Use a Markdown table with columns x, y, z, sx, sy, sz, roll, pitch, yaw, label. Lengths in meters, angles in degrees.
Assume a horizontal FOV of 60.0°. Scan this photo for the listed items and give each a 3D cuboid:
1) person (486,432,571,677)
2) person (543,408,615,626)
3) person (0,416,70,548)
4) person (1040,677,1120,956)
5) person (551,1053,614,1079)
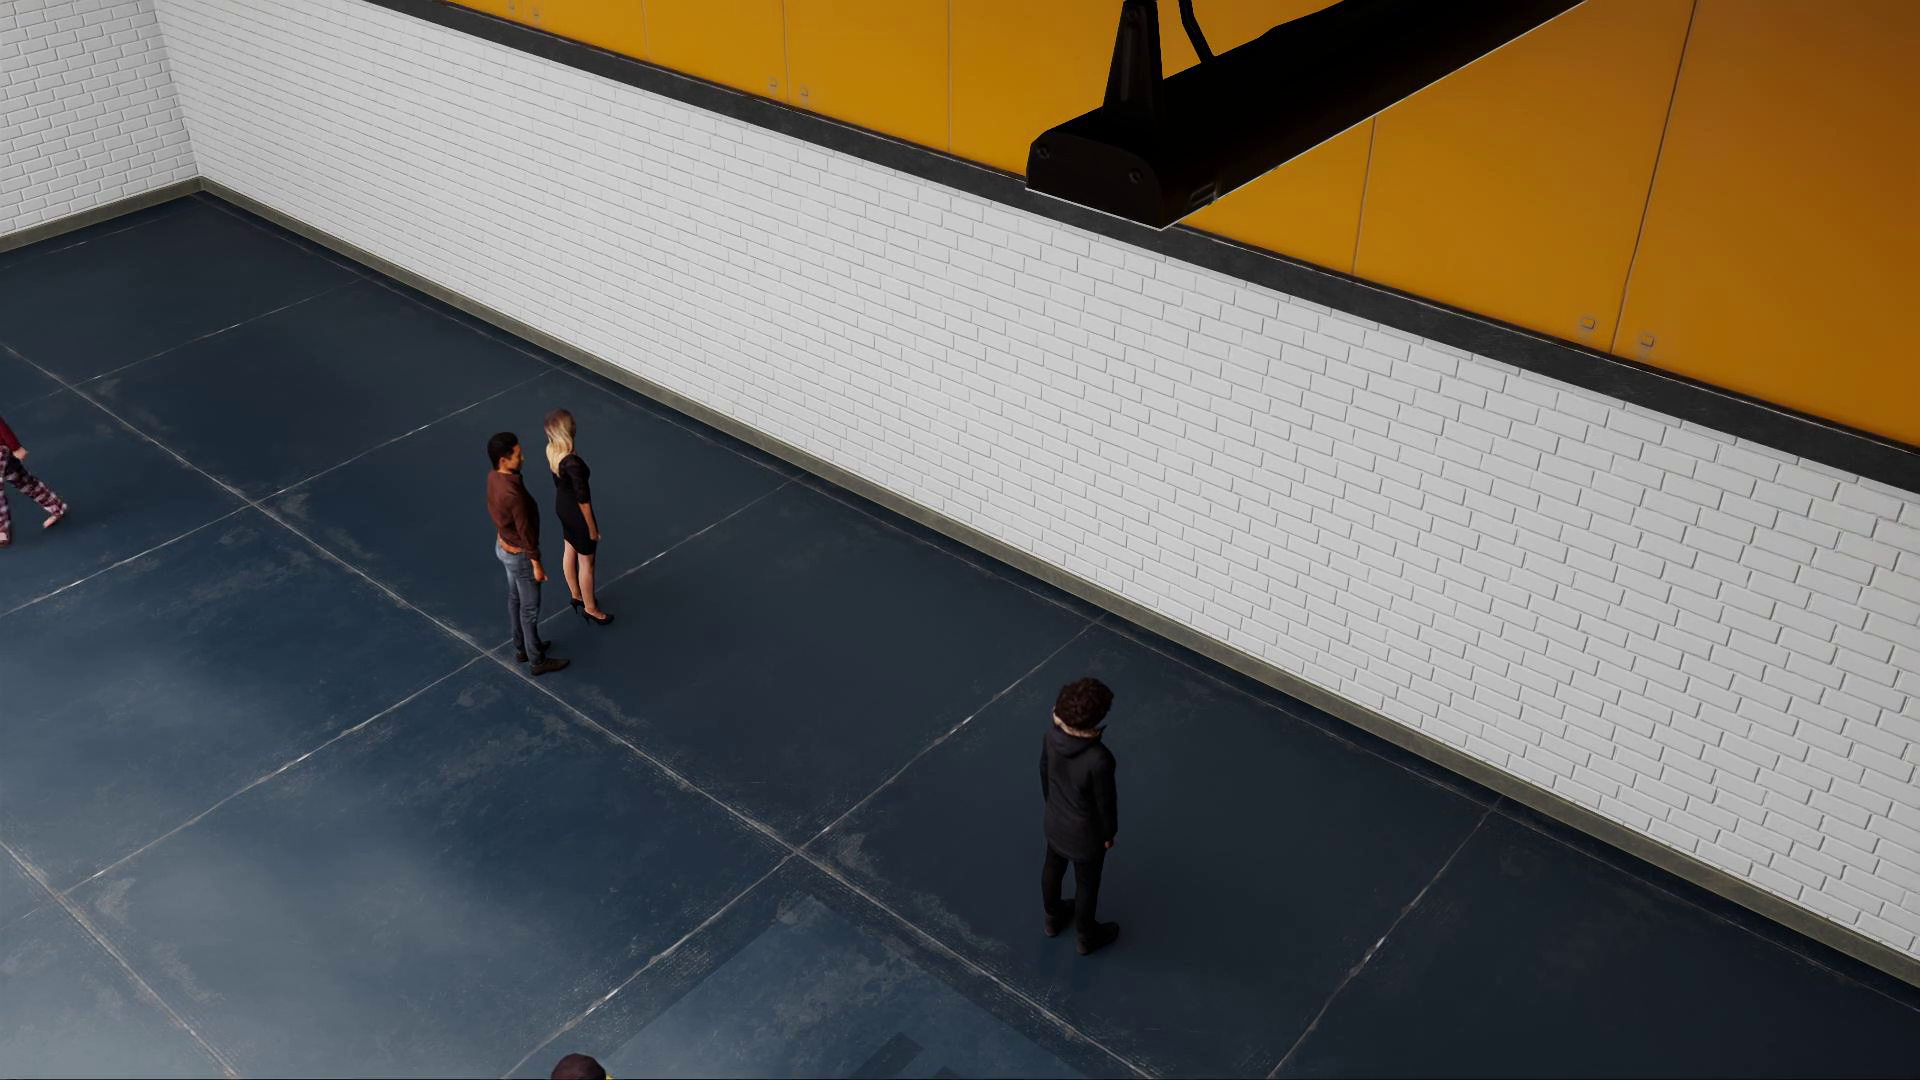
| x | y | z | sx | sy | sz | roll | pitch | yaw | label |
| --- | --- | --- | --- | --- | --- | --- | --- | --- | --- |
| -2.902 | 0.093 | 10.908 | 0.616 | 1.778 | 0.697 | -21 | 39 | -28 | person |
| -2.632 | -0.160 | 11.380 | 0.535 | 1.677 | 0.590 | -22 | 39 | -29 | person |
| -7.056 | -0.757 | 12.285 | 0.642 | 1.670 | 0.916 | 20 | 38 | 27 | person |
| 0.621 | 1.473 | 8.832 | 0.626 | 1.778 | 0.576 | 27 | 42 | 35 | person |
| -1.527 | 2.755 | 7.014 | 0.902 | 1.655 | 0.826 | 9 | 35 | 14 | person |
